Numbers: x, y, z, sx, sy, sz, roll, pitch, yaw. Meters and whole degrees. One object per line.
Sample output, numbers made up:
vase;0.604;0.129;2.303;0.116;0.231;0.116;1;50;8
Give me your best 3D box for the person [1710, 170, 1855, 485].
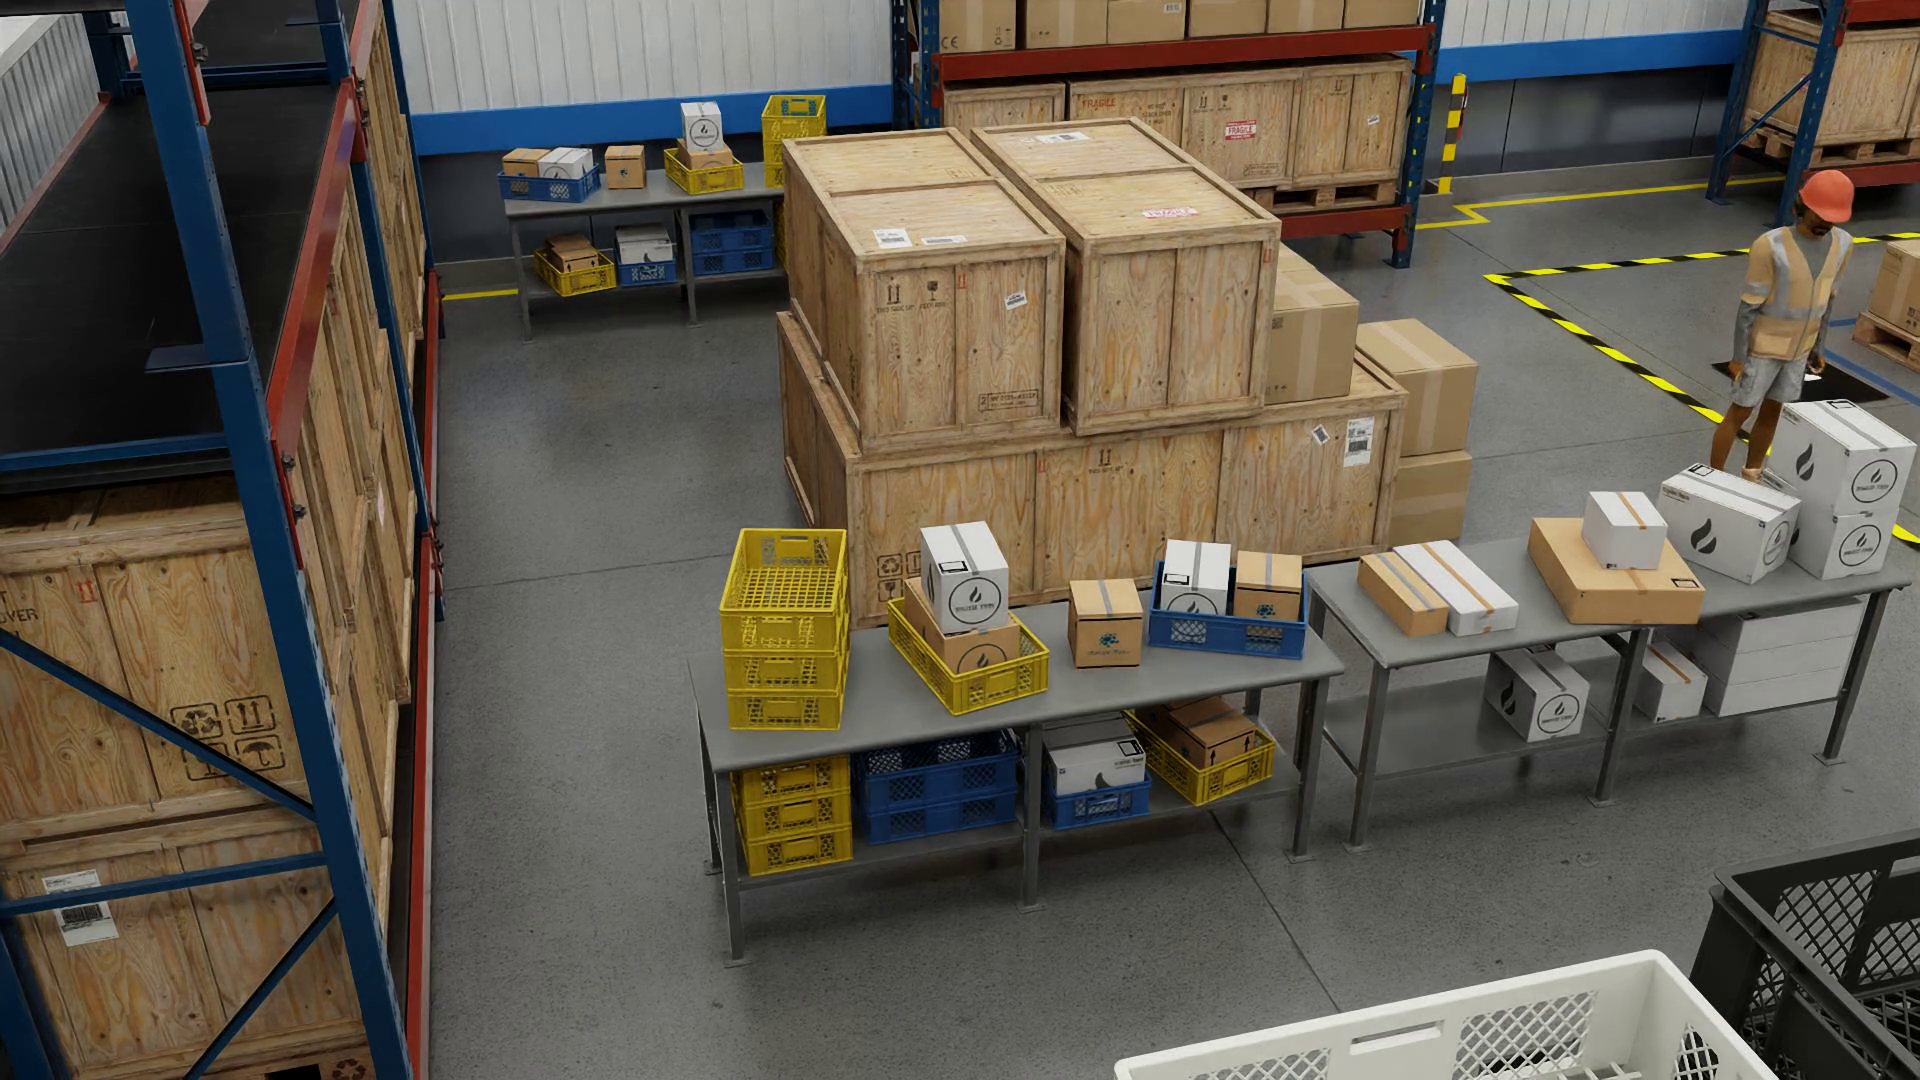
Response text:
person;4.571;-1.066;9.228;0.607;2.030;0.406;-7;30;-12
